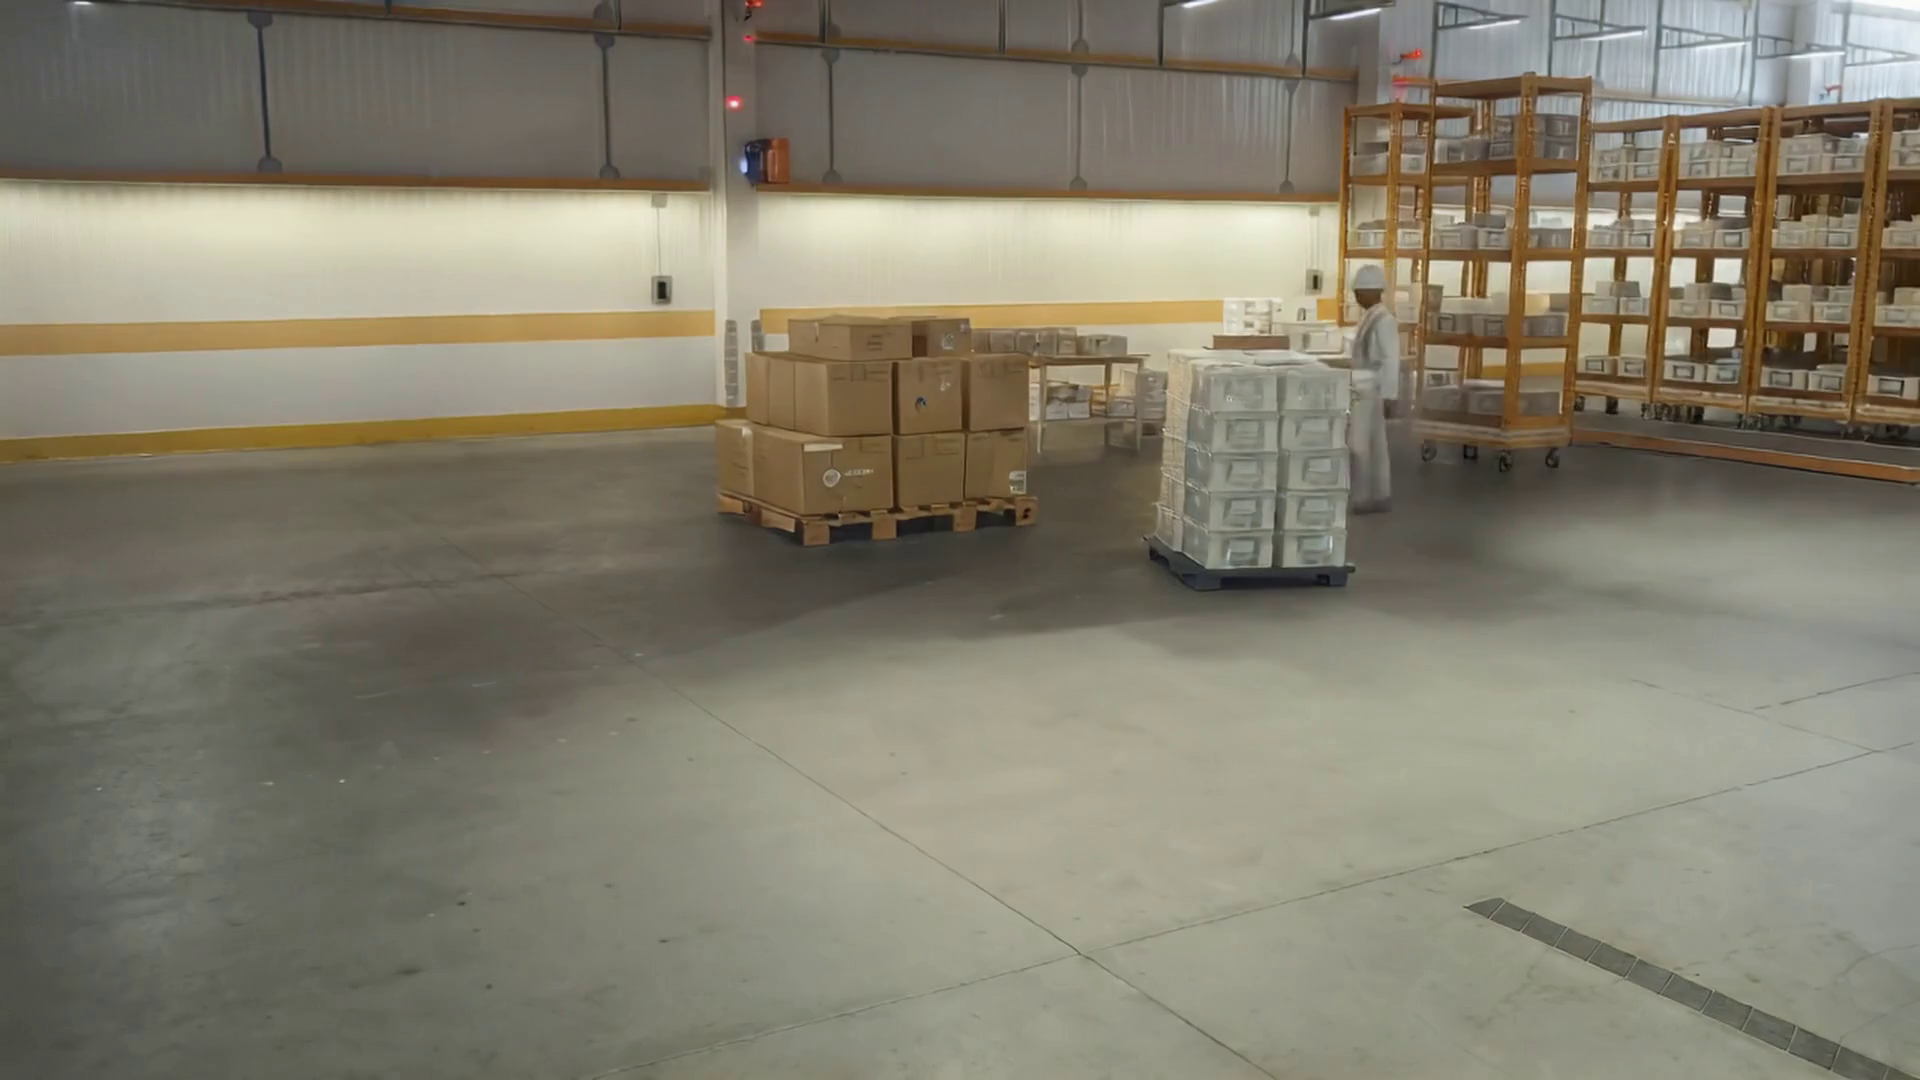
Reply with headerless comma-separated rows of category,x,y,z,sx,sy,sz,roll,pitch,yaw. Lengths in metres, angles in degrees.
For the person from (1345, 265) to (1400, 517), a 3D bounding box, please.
person,3.089,-1.139,12.807,0.648,1.922,0.629,0,10,-2
